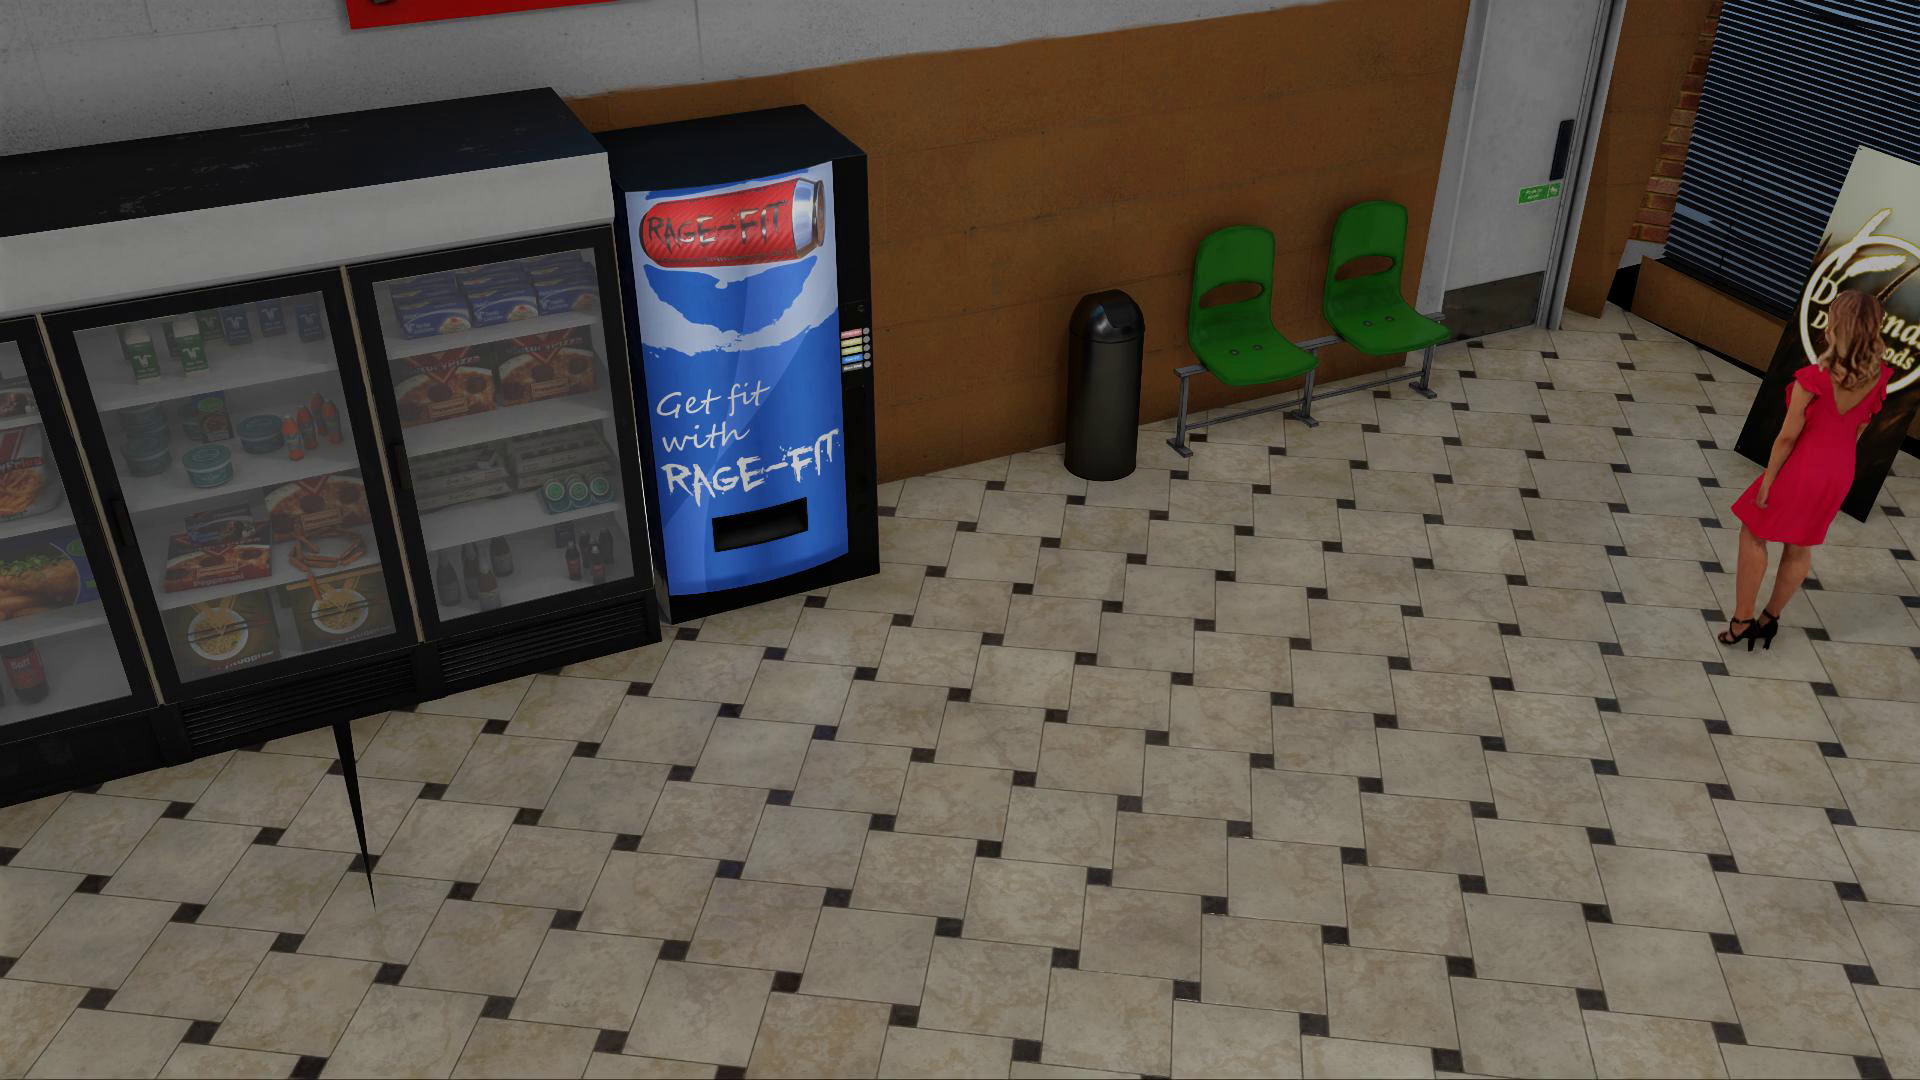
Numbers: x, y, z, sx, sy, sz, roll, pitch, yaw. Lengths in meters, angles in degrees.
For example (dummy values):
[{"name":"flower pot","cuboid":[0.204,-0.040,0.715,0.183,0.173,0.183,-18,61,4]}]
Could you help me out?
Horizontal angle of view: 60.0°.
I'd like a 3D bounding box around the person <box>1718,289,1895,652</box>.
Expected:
[{"name":"person","cuboid":[3.631,-0.233,7.050,0.685,1.724,0.697,-3,32,-4]}]
